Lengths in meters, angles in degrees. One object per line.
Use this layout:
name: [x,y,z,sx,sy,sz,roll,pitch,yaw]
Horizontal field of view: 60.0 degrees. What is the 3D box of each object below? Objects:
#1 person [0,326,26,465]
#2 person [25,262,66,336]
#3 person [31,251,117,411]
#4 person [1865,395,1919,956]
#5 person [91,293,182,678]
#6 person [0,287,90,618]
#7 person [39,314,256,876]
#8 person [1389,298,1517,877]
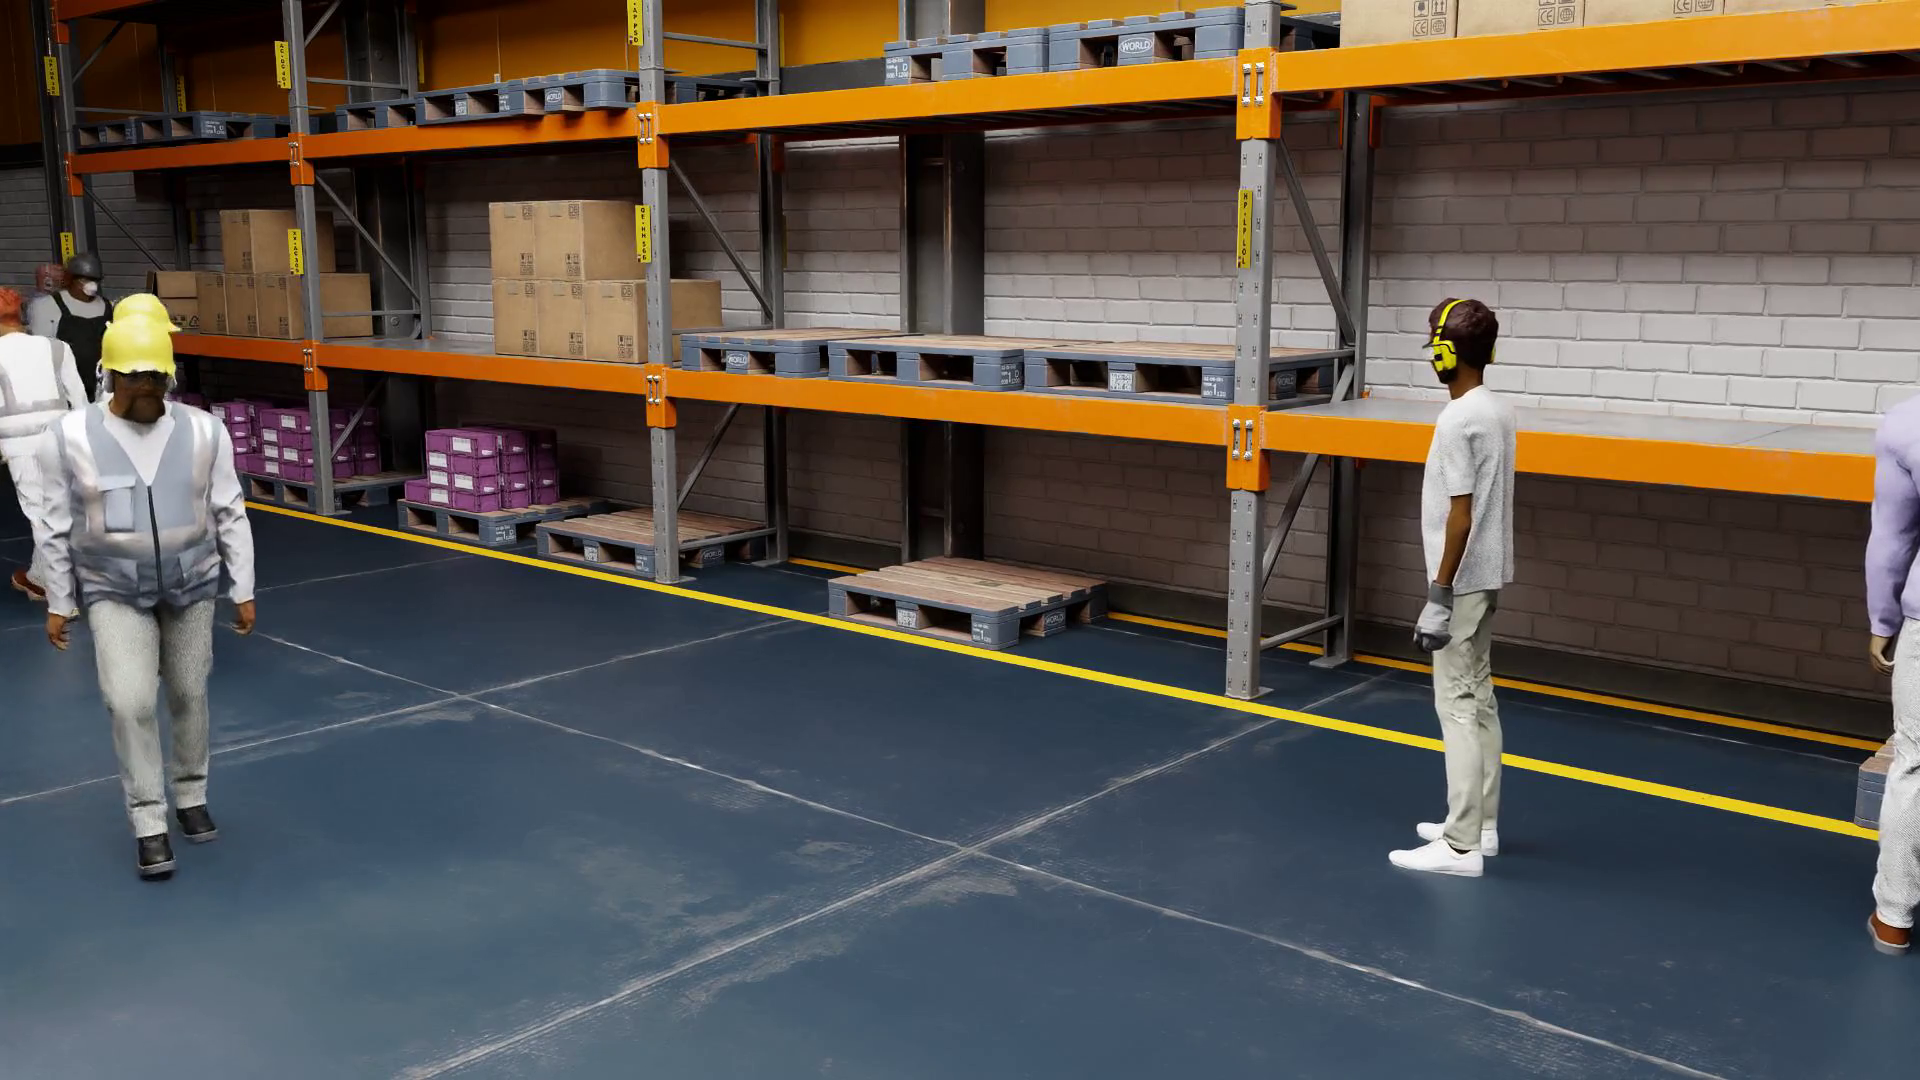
person: [-9.044,-1.512,15.665,0.513,1.590,0.862,-7,12,-36]
person: [-7.353,-1.301,13.572,0.403,1.907,0.645,-5,11,-27]
person: [-6.936,-1.293,13.141,0.682,2.000,0.858,-9,14,-43]
person: [2.865,0.255,4.645,0.630,1.931,0.356,7,12,34]
person: [-3.806,-0.231,7.752,0.442,1.819,0.593,-3,10,-14]
person: [-5.141,-0.490,9.241,1.030,1.813,0.606,8,13,39]
person: [-2.611,0.177,5.425,0.628,1.803,0.706,-7,12,-35]
person: [1.610,0.159,5.383,0.323,1.862,0.518,7,12,35]
